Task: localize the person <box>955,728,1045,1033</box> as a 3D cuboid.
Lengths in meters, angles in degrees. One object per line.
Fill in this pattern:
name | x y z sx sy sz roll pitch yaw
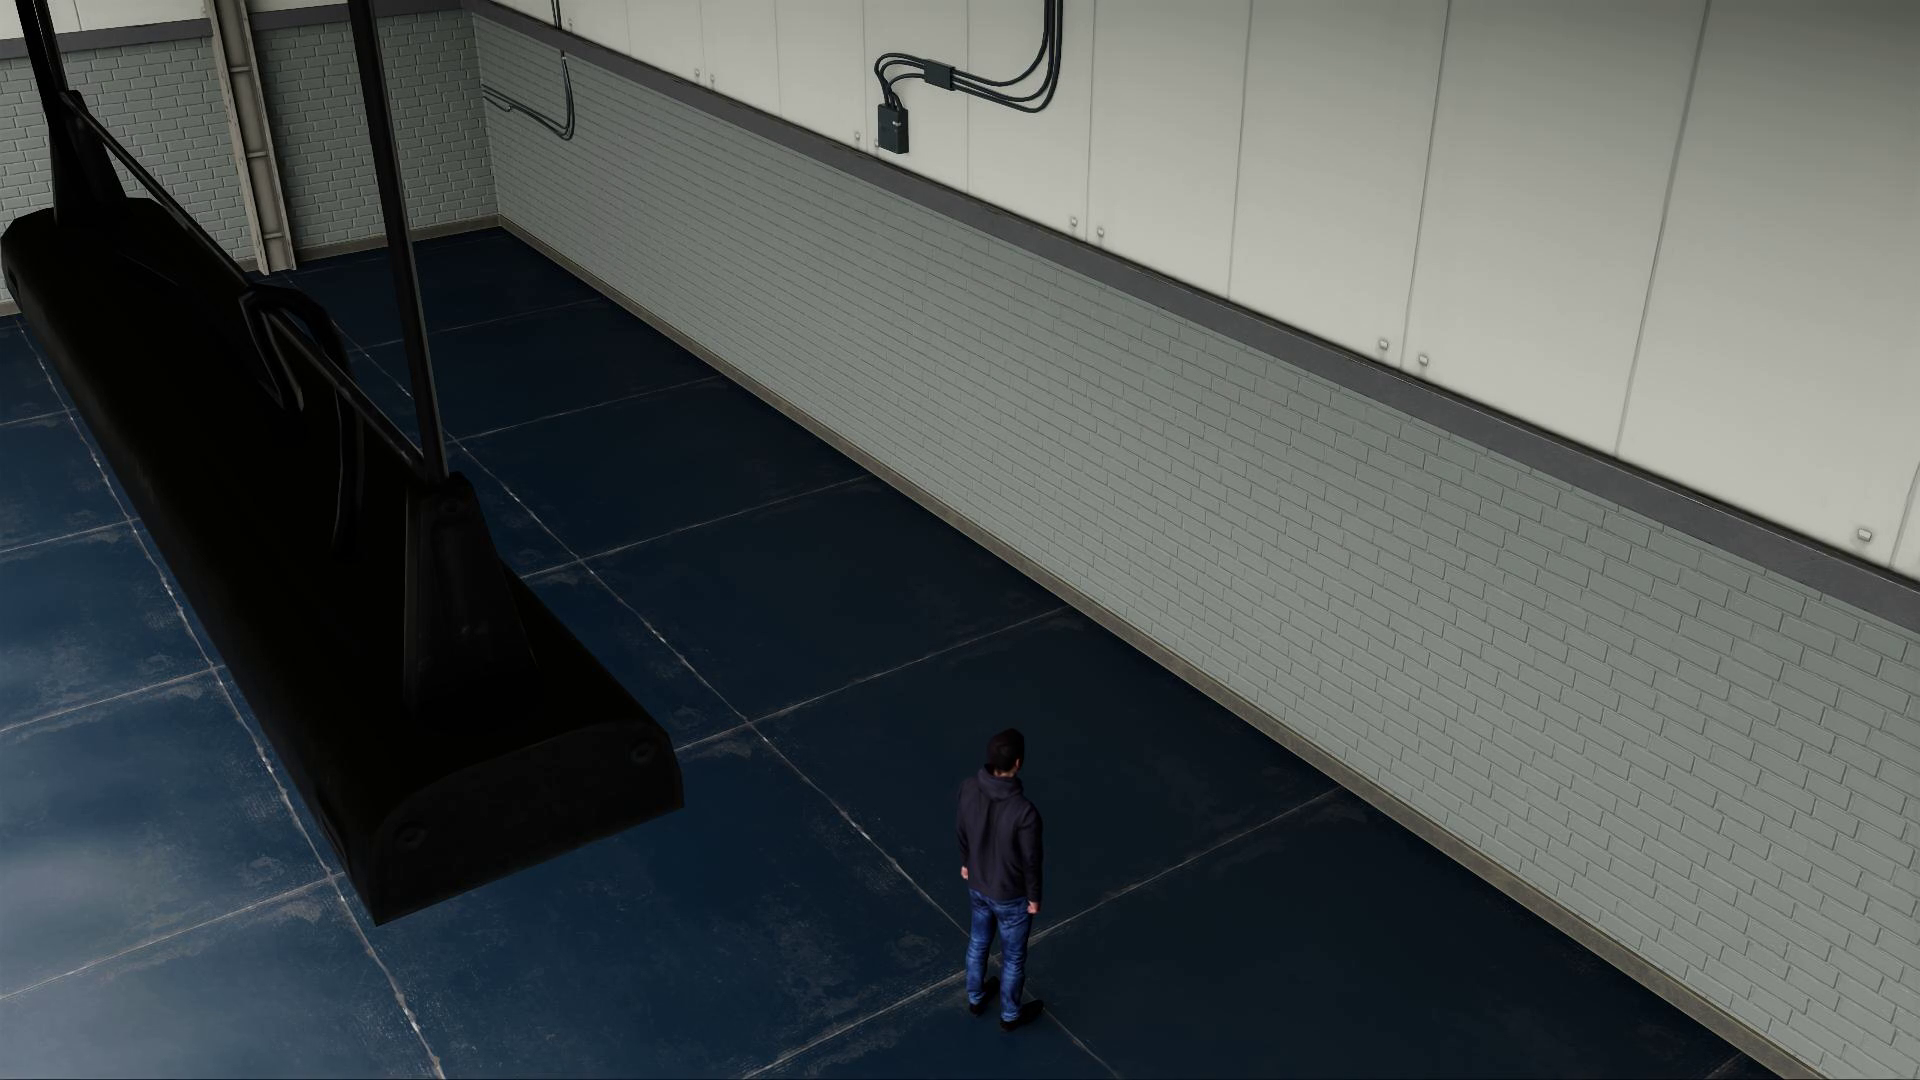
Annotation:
person | 0.211 1.857 9.038 0.745 1.891 0.683 19 34 32
